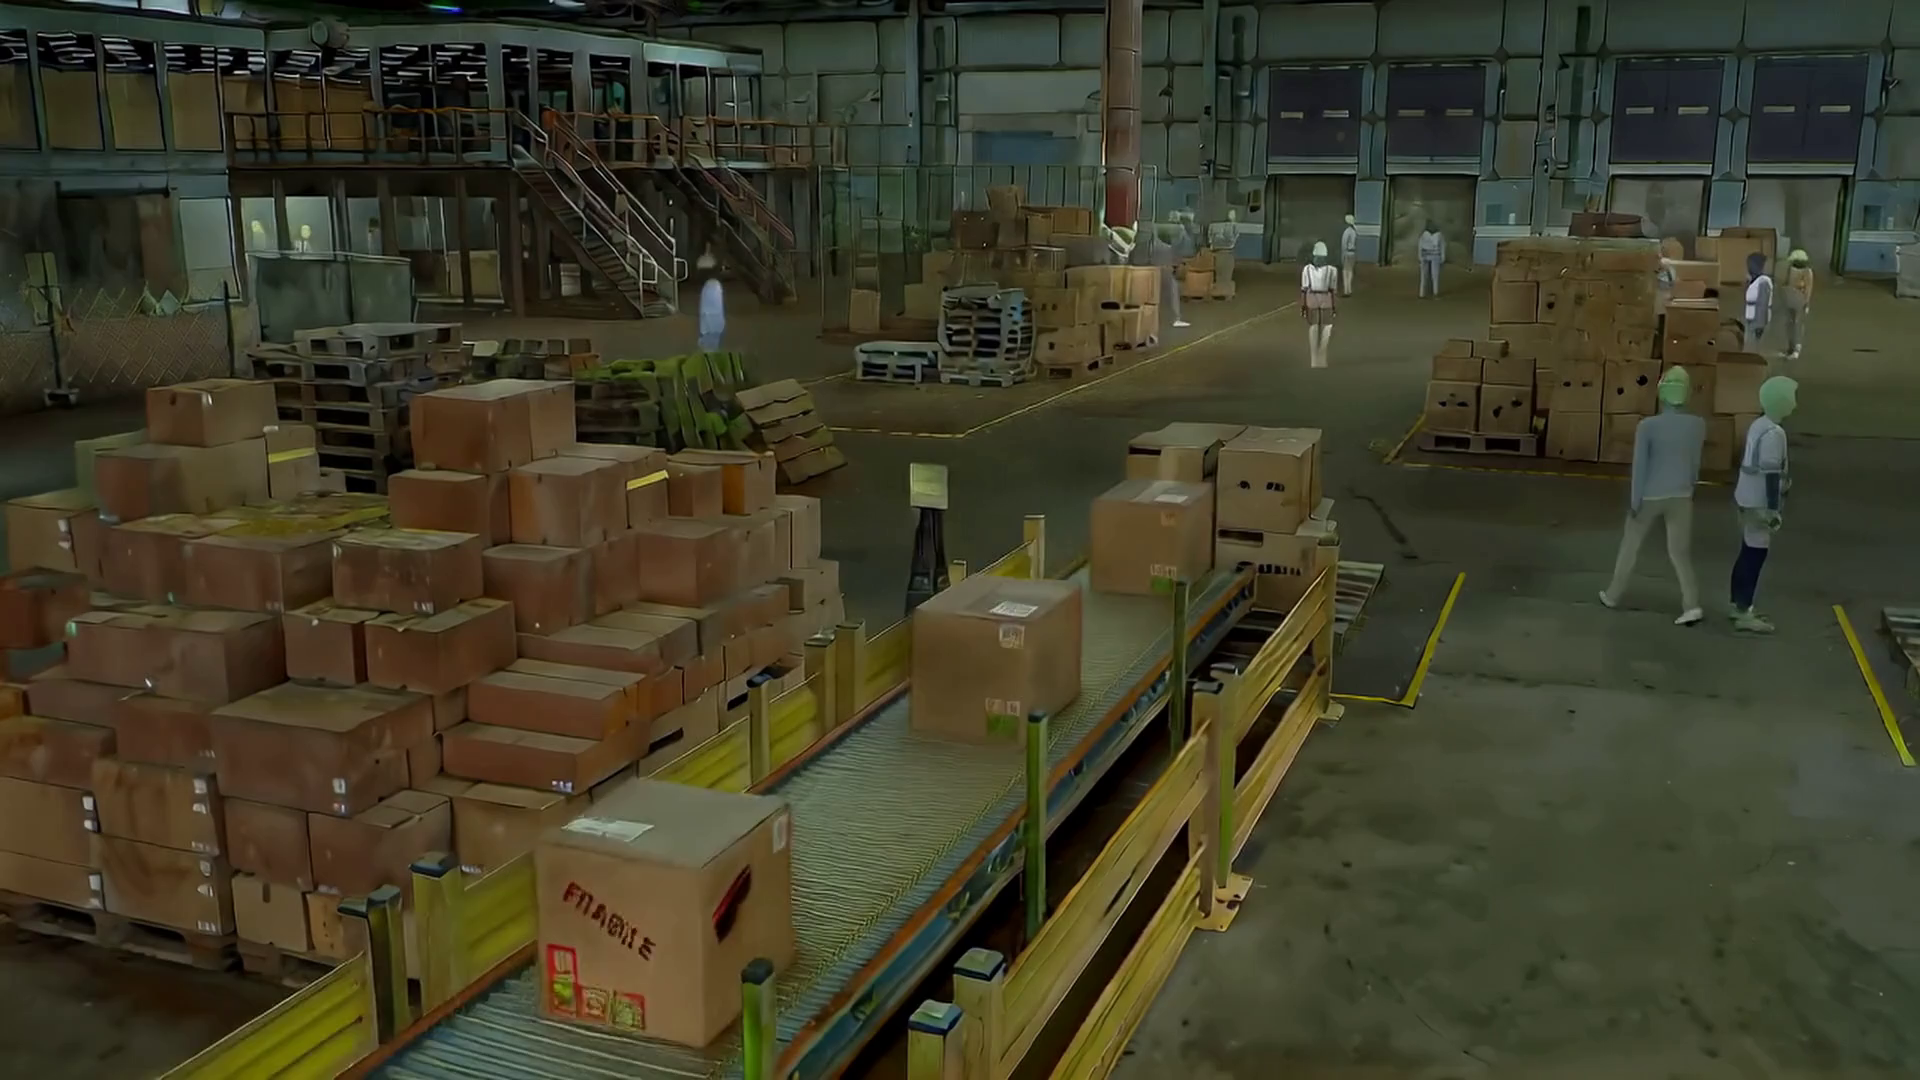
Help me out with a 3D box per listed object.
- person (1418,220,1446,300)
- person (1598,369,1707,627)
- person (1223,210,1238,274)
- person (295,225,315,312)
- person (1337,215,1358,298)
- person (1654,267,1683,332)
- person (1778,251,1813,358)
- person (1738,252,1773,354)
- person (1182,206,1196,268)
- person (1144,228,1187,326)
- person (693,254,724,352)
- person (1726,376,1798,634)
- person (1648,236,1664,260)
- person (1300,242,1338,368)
[{"bbox_3d":[11.000,-6.531,38.832,0.621,1.845,0.429,5,14,22],"label":"person"},{"bbox_3d":[4.743,-0.287,11.147,0.526,1.703,0.818,-1,13,-3],"label":"person"},{"bbox_3d":[7.880,-8.662,48.392,0.429,1.844,0.627,-1,13,-5],"label":"person"},{"bbox_3d":[-14.027,-5.796,35.510,0.436,1.854,0.691,-7,14,-27],"label":"person"},{"bbox_3d":[9.204,-6.722,39.441,0.382,1.951,0.605,7,14,30],"label":"person"},{"bbox_3d":[8.518,-2.391,20.245,0.391,1.856,0.531,-2,13,-8],"label":"person"},{"bbox_3d":[13.508,-3.802,26.865,0.384,1.721,0.512,-3,13,-14],"label":"person"},{"bbox_3d":[10.830,-2.958,22.665,0.432,1.905,0.607,3,13,14],"label":"person"},{"bbox_3d":[7.171,-9.331,51.292,0.753,1.885,0.621,6,14,26],"label":"person"},{"bbox_3d":[3.885,-5.083,32.223,0.987,1.901,0.631,4,13,18],"label":"person"},{"bbox_3d":[-3.328,-2.764,21.742,0.496,1.924,0.569,2,13,7],"label":"person"},{"bbox_3d":[5.281,-0.239,10.955,0.320,1.694,0.536,3,13,15],"label":"person"},{"bbox_3d":[12.312,-4.474,29.602,0.333,1.843,0.513,2,13,9],"label":"person"},{"bbox_3d":[5.479,-3.572,25.388,0.562,1.915,0.598,1,13,6],"label":"person"}]
